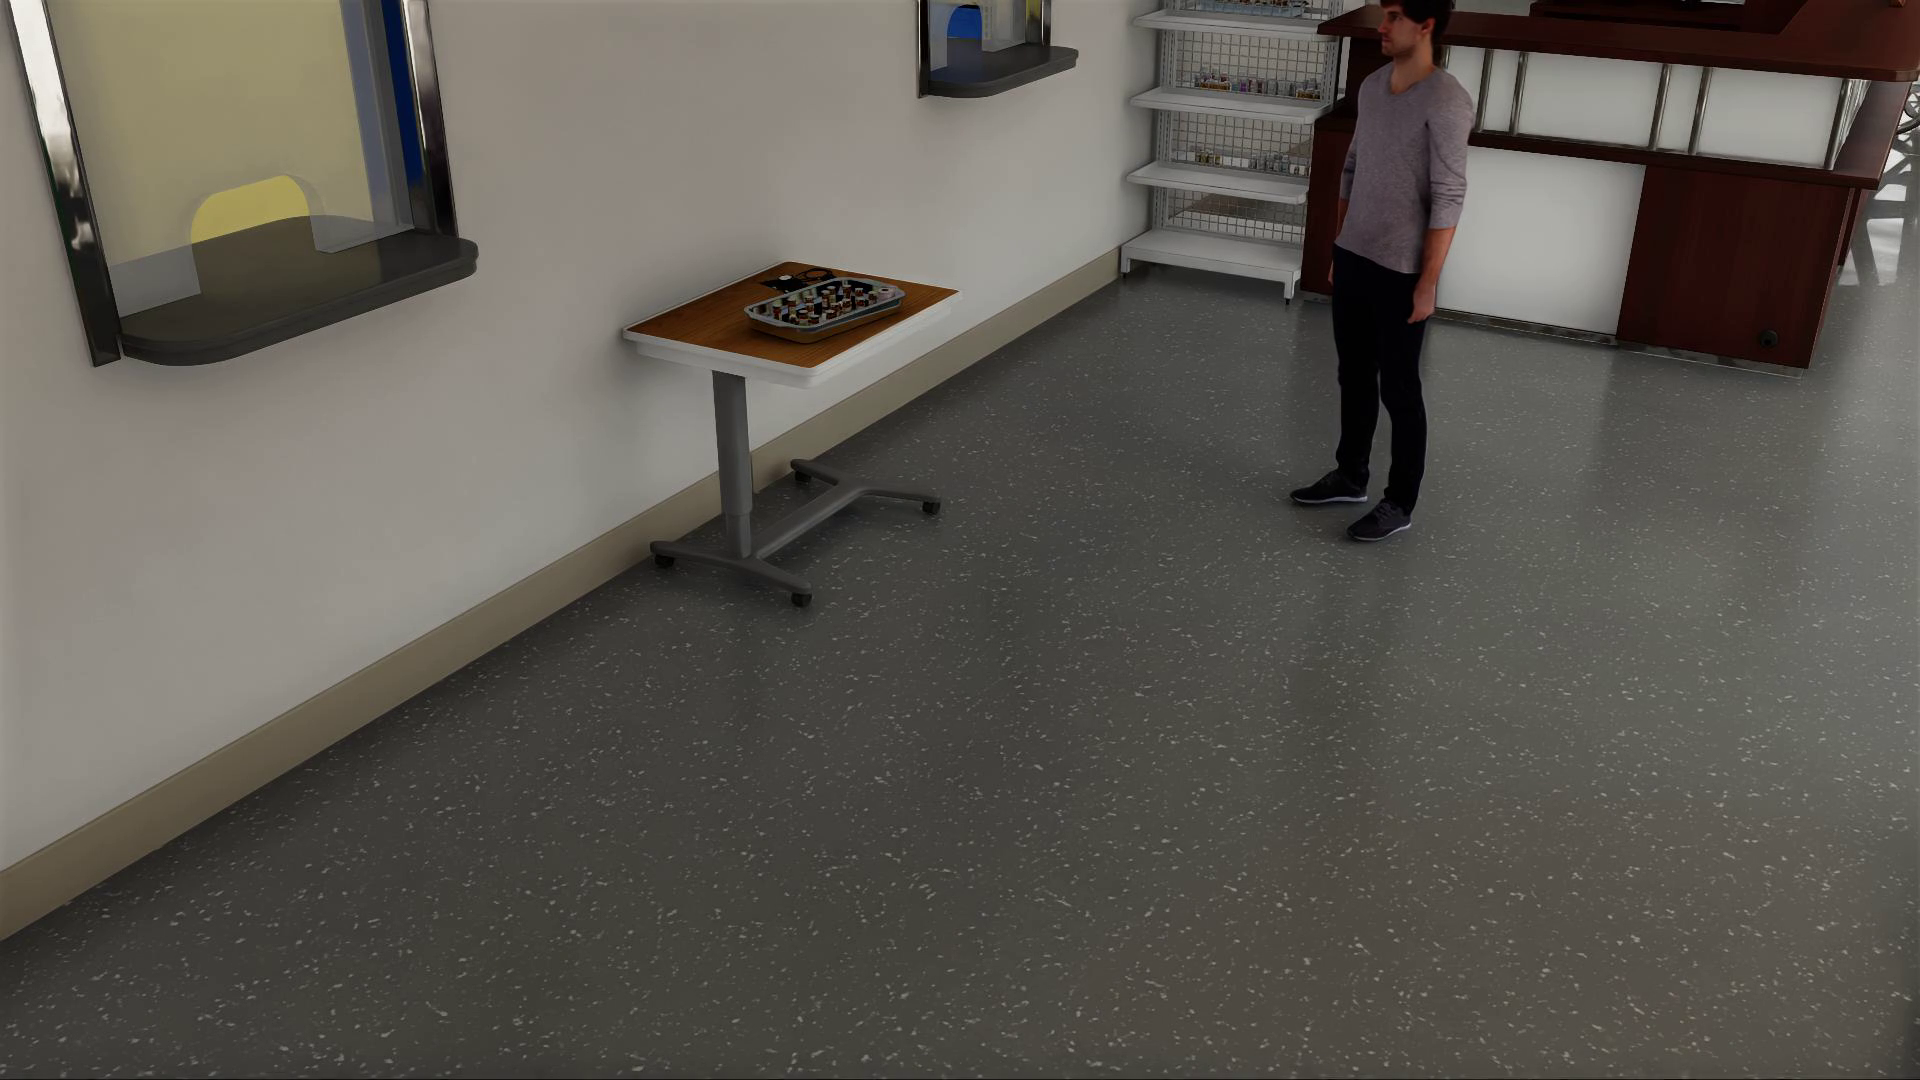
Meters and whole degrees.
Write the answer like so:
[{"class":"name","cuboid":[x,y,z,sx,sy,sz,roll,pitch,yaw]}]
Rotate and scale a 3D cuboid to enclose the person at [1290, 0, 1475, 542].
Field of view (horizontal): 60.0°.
[{"class":"person","cuboid":[1.422,-0.912,5.486,0.797,1.843,0.692,-11,28,-21]}]
